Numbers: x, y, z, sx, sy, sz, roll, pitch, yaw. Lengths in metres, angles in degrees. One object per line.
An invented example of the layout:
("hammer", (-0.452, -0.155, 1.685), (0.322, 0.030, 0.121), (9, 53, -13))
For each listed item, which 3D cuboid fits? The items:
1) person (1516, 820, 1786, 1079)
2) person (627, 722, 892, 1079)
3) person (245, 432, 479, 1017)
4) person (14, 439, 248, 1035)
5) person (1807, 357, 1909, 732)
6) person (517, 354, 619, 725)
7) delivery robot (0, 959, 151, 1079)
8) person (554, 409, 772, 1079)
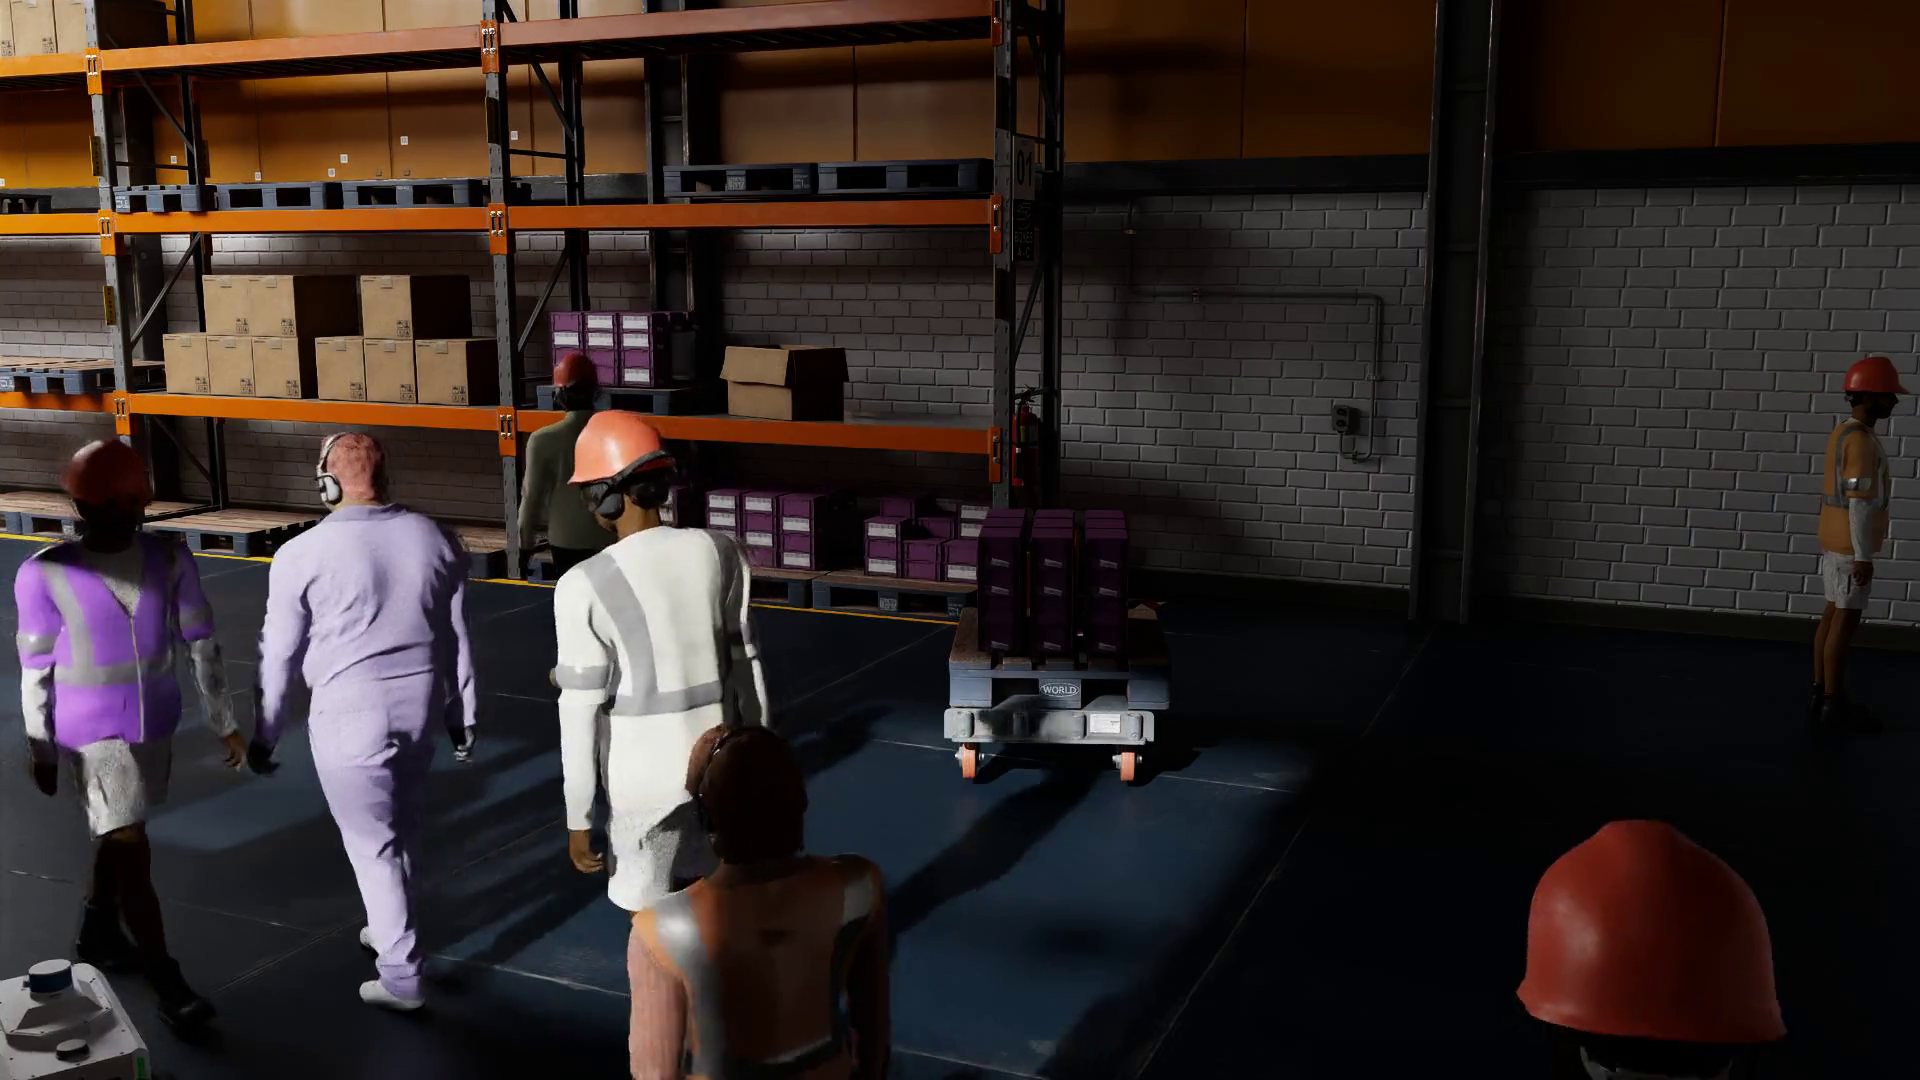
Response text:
("person", (0.592, 1.227, 1.551), (0.557, 1.908, 0.614), (4, 10, 22))
("person", (-0.344, 1.130, 3.067), (0.521, 1.617, 0.793), (-4, 10, -22))
("person", (-1.991, 0.581, 5.470), (0.794, 1.873, 0.667), (8, 12, 38))
("person", (-2.716, 0.599, 5.399), (0.985, 1.884, 0.553), (7, 12, 36))
("person", (4.680, 0.016, 8.683), (0.354, 1.939, 0.544), (3, 10, 18))
("person", (-2.026, -0.011, 8.845), (0.641, 1.939, 1.017), (-7, 12, -37))
("delivery robot", (-2.414, 1.367, 4.448), (0.477, 0.478, 0.707), (-7, 12, -37))
("person", (-0.805, 0.650, 4.617), (0.561, 2.022, 0.674), (8, 13, 41))
